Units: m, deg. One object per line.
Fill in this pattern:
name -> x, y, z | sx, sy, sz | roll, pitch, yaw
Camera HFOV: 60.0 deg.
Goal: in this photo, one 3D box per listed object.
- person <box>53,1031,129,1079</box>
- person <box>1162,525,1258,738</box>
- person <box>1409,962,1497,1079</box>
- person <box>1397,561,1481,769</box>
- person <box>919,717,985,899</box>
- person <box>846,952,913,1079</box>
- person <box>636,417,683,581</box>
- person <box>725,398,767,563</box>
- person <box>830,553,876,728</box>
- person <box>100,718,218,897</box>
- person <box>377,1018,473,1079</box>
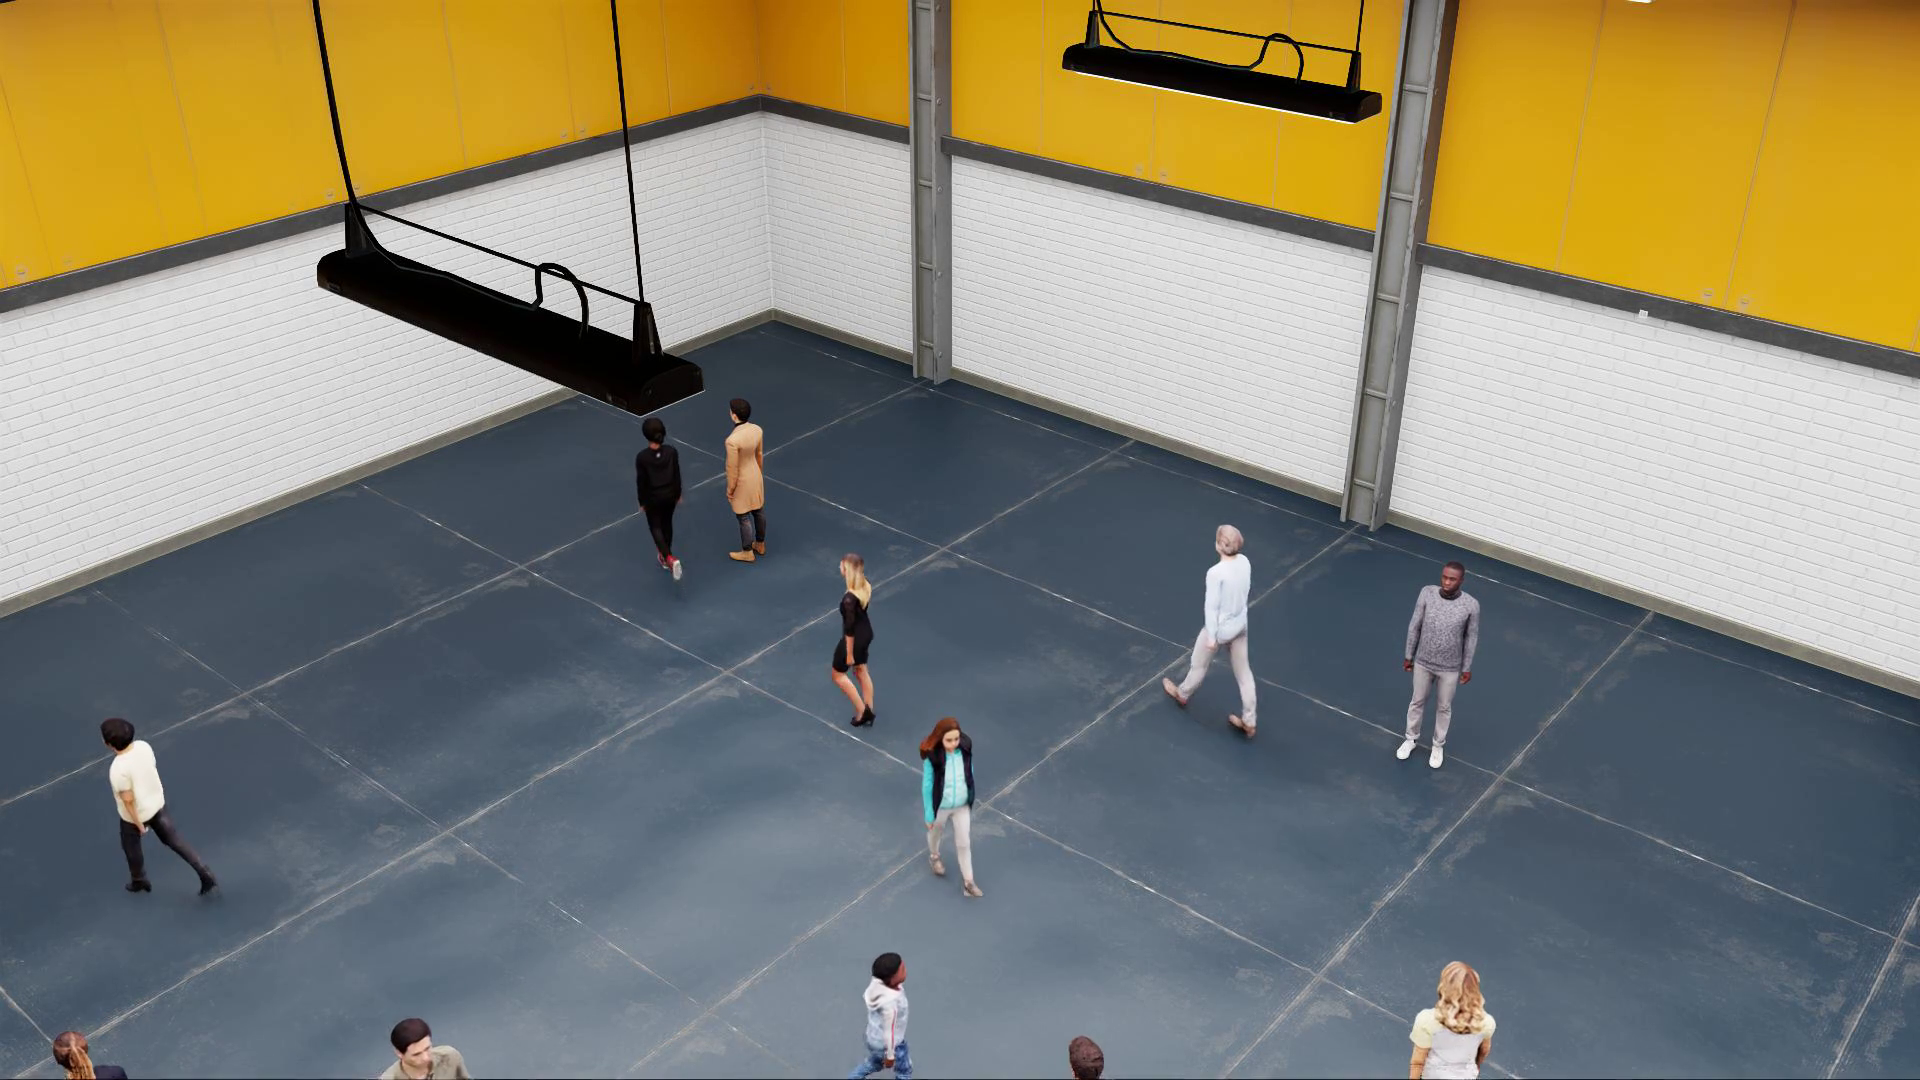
person -> -4.687, 3.421, 9.139 | 0.789, 1.661, 0.966 | -18, 33, -29
person -> 2.269, 0.792, 13.769 | 0.861, 1.843, 1.267 | -20, 34, -32
person -> 2.811, 3.199, 9.533 | 1.197, 1.674, 1.145 | 2, 29, 4
person -> 3.873, 0.978, 13.434 | 0.569, 1.838, 0.802 | 13, 31, 23
person -> -0.122, 1.881, 12.171 | 0.833, 1.463, 1.022 | -13, 31, -22
person -> -0.521, 3.061, 10.244 | 0.812, 1.236, 0.845 | -8, 30, -14
person -> -2.877, -0.371, 16.097 | 0.829, 1.656, 1.054 | -14, 32, -24
person -> -2.115, -0.603, 16.447 | 0.645, 1.727, 0.664 | 17, 33, 29
person -> -0.788, 0.877, 13.801 | 0.675, 1.665, 0.663 | 8, 30, 15
person -> -5.787, 1.953, 11.940 | 1.087, 1.556, 0.860 | 8, 30, 14
person -> -2.985, 3.301, 9.206 | 1.207, 1.809, 0.754 | 25, 37, 37
